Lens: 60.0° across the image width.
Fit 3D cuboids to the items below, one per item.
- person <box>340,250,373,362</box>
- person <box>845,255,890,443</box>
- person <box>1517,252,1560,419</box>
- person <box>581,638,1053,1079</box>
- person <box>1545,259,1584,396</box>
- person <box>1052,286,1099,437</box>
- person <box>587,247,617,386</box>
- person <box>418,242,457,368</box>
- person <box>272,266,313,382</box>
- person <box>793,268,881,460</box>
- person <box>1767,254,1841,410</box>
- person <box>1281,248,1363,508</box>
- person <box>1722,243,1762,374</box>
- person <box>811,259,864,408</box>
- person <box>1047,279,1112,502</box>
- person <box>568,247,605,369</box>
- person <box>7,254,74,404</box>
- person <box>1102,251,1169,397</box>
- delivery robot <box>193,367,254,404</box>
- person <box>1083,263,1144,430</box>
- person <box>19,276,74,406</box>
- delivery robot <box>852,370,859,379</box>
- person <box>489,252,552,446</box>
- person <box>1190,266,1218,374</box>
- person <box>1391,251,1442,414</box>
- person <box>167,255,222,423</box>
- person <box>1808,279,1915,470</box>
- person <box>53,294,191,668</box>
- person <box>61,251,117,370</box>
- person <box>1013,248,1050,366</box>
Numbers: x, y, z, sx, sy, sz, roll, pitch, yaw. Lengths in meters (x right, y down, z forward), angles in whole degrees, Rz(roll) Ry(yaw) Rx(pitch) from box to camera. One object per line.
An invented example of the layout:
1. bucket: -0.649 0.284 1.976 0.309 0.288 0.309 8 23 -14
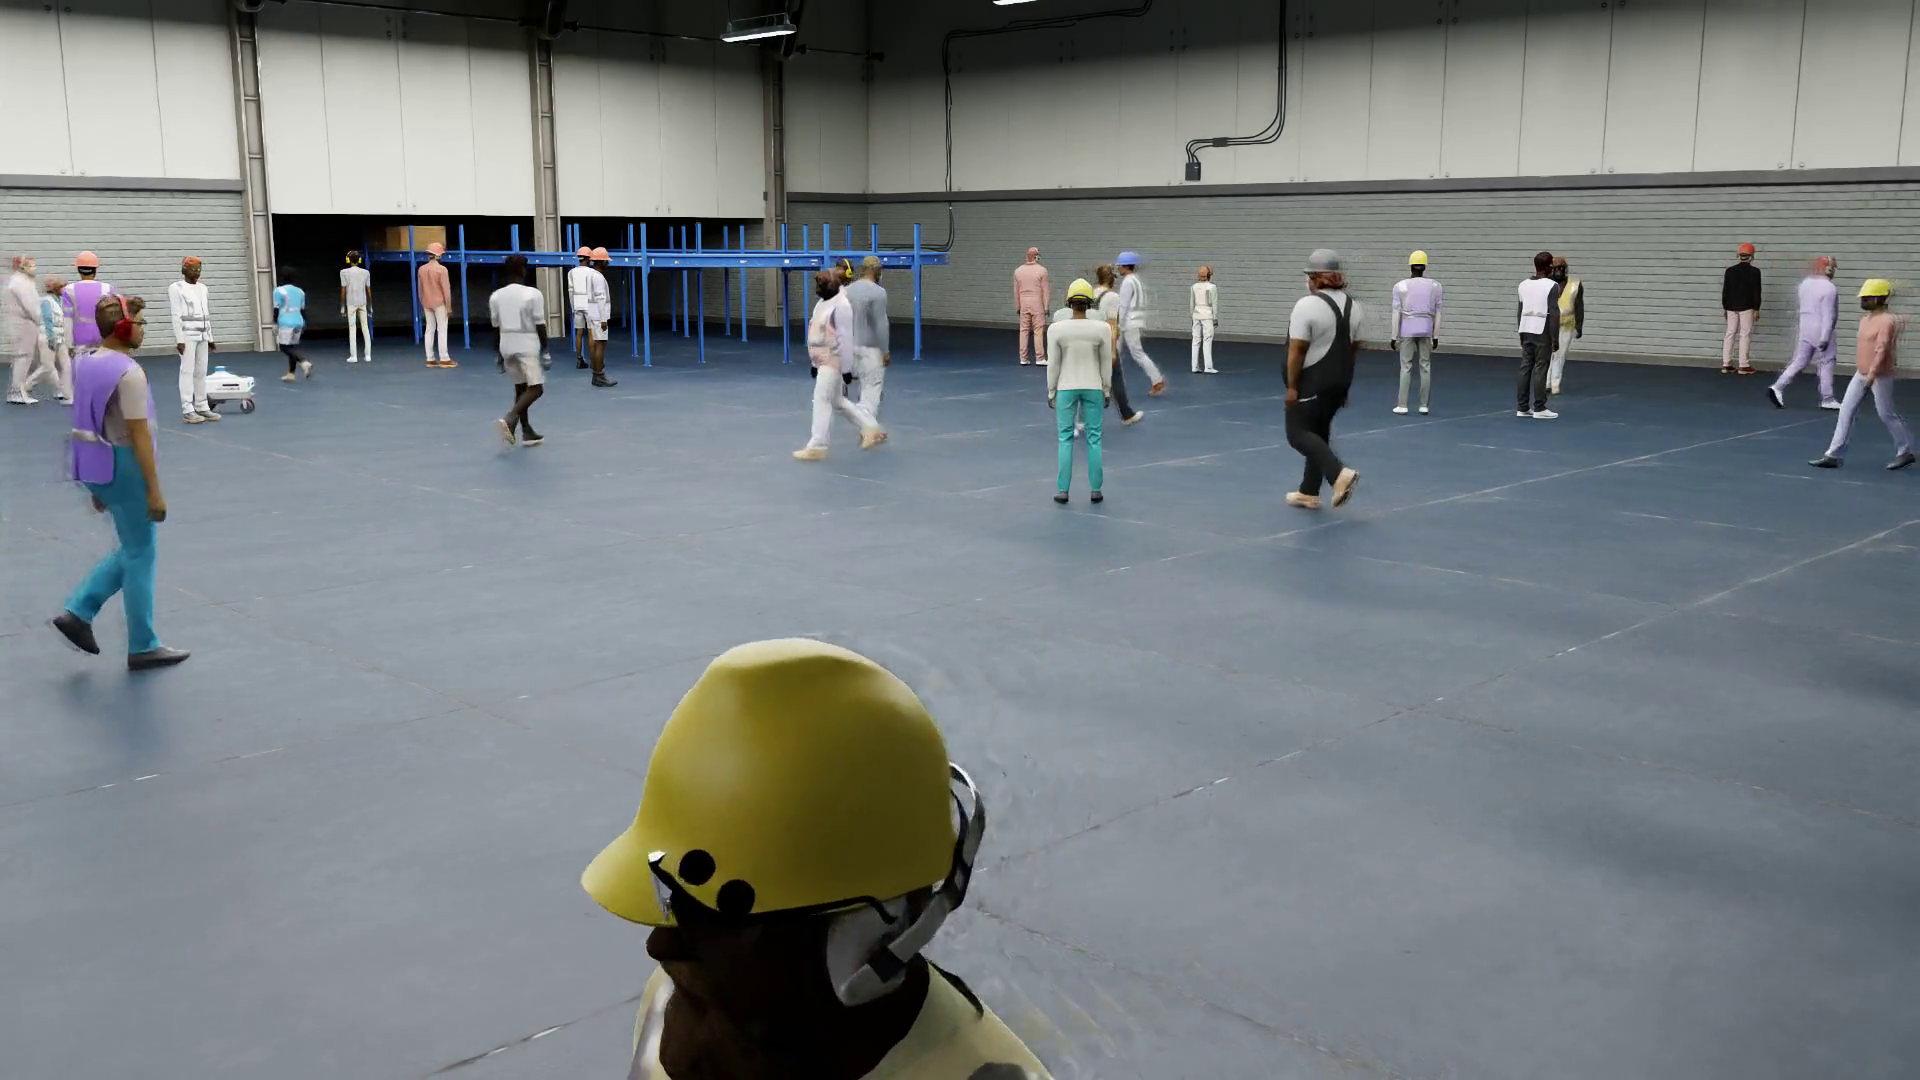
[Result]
1. person: -10.126 -3.921 27.908 0.512 1.863 0.311 -8 13 -36
2. person: -0.962 -1.965 17.133 0.476 1.902 0.670 -7 13 -34
3. person: 6.729 -2.386 19.373 0.391 1.920 0.593 -5 12 -27
4. person: -0.063 0.947 1.486 0.635 1.811 0.600 -7 13 -34
5. person: 7.897 -2.799 21.974 0.628 1.790 0.971 2 11 11
6. person: 1.202 -1.917 17.659 0.526 1.592 0.764 -1 10 -6
7. person: -5.064 -3.154 23.508 0.361 1.935 0.553 -4 11 -22
8. person: -8.411 -3.778 26.752 0.623 1.992 0.396 5 12 26
9. person: -9.595 -3.104 23.939 0.630 1.676 0.538 4 11 20
10. person: -1.173 -1.690 15.882 0.852 1.817 0.626 -4 11 -19
11. person: 10.386 -2.527 20.240 0.860 1.881 0.640 -2 11 -11
12. person: 2.795 -1.213 12.756 0.689 2.000 0.733 -8 13 -38
13. person: 12.026 -3.561 25.569 0.386 1.993 0.622 -6 12 -30
14. person: -1.404 -2.511 20.348 0.996 1.813 0.559 -6 12 -31
15. person: 0.946 -1.182 13.227 0.525 1.769 0.310 0 10 -2
16. person: -5.963 -3.704 26.533 0.543 1.928 0.370 4 11 21
17. person: -11.671 -2.665 21.054 0.881 1.870 0.662 -5 11 -23
18. person: 2.283 -2.822 21.805 0.969 1.911 0.599 2 11 9
19. delivery robot: -8.866 -1.840 19.966 0.707 0.478 0.477 -3 11 -17
20. person: 1.637 -2.119 18.238 0.870 1.800 0.538 -8 13 -39
21. person: -11.311 -2.462 20.629 0.683 1.602 0.557 0 10 0
22. delivery robot: -1.232 -2.181 21.128 0.335 0.223 0.698 3 11 14
23. person: -4.408 -1.890 16.582 0.621 1.948 0.742 4 11 23
24. person: 3.750 -3.381 25.555 0.309 1.641 0.514 -10 14 -42
25. person: 5.399 -2.456 19.732 0.588 1.927 0.365 0 10 -2
26. person: -8.716 -2.290 18.937 0.355 1.887 0.573 3 11 14
27. person: 8.297 -1.502 15.089 0.886 1.726 0.524 -1 10 -4
28. person: -4.115 -0.274 8.103 0.579 1.833 0.473 10 14 44
29. person: -9.513 -2.191 18.255 0.547 1.938 0.378 -5 11 -25
30. person: 1.197 -3.798 27.102 0.638 1.909 0.408 6 12 31
